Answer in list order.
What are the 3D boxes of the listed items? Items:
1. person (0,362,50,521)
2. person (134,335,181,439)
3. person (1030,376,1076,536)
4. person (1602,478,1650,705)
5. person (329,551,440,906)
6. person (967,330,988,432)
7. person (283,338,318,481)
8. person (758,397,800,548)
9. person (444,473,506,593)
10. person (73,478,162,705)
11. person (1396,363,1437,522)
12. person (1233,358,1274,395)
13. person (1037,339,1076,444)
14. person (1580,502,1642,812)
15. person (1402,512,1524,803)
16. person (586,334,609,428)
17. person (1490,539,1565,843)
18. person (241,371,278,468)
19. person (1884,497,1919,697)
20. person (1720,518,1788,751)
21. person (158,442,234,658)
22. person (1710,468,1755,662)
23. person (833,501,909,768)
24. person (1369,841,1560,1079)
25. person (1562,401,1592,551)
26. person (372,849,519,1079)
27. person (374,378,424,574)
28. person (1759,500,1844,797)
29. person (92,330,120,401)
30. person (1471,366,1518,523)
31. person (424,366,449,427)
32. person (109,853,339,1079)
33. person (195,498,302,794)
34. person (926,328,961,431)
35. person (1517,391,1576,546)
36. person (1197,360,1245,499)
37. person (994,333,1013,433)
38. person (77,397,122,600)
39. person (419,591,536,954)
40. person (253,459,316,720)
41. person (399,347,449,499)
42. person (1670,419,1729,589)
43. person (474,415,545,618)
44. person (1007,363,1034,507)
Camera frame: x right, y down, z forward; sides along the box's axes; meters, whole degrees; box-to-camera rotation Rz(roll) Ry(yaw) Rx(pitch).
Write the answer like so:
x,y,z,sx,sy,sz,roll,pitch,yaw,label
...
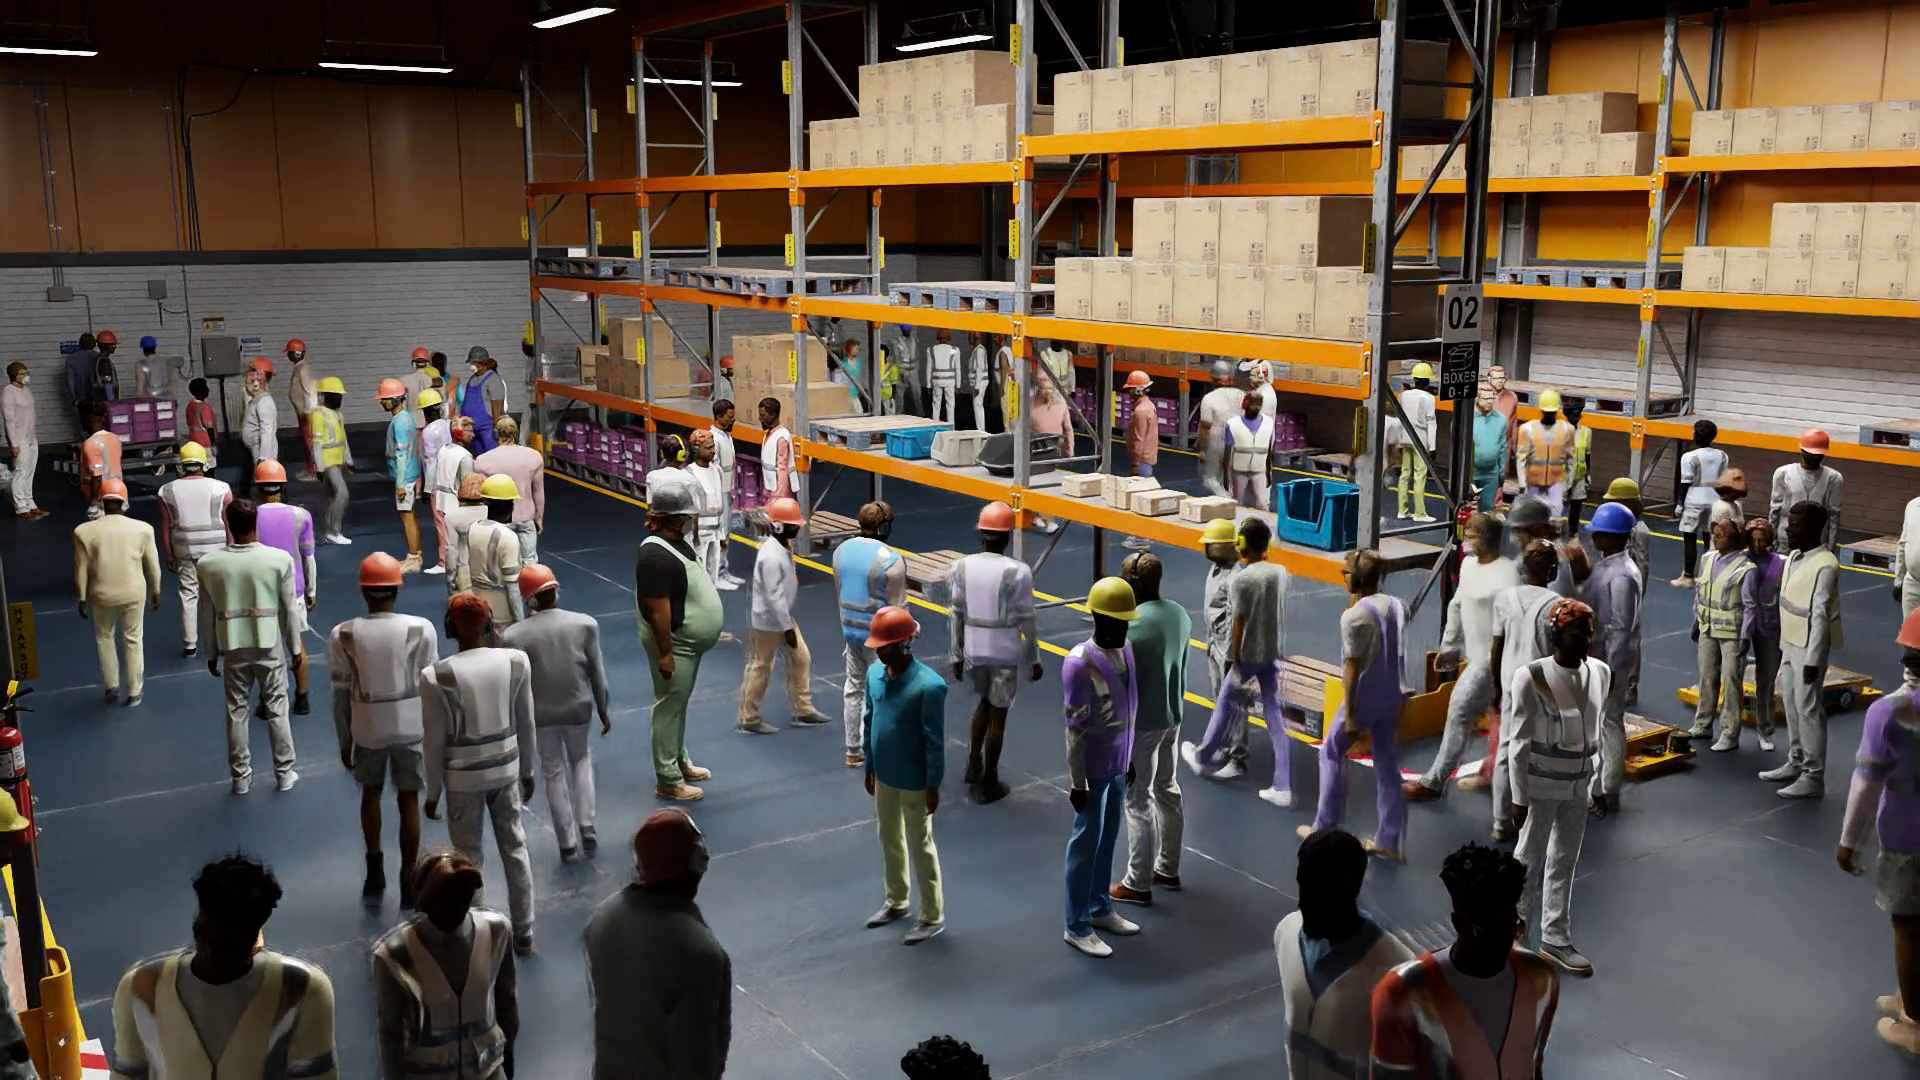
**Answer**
x,y,z,sx,sy,sz,roll,pitch,yaw,label
-11.435,-1.208,20.295,0.356,1.938,0.638,-2,11,-9,person
-11.967,-2.099,24.888,0.669,1.922,0.649,8,14,35,person
1.016,-0.994,19.466,0.637,1.845,1.041,-5,12,-25,person
5.013,0.386,12.645,0.322,1.741,0.490,-2,11,-12,person
-3.064,1.019,8.961,0.565,1.920,0.462,-2,11,-11,person
0.280,-2.543,27.297,0.368,1.878,0.584,-1,11,-4,person
-9.209,-1.822,23.296,0.395,1.994,0.613,-5,12,-26,person
-1.825,-0.478,16.654,0.410,1.908,0.598,-4,12,-18,person
-3.928,0.263,13.548,0.508,1.632,0.271,-6,13,-28,person
-6.404,0.378,12.688,0.583,1.732,0.559,-5,12,-24,person
5.546,-1.178,20.169,0.370,1.928,0.585,-7,13,-31,person
4.125,-1.935,23.754,0.536,2.000,0.683,-7,13,-33,person
1.551,-2.425,26.839,0.687,1.823,0.433,-4,12,-19,person
4.032,0.723,10.383,0.380,1.950,0.605,2,11,9,person
3.344,0.743,10.481,1.076,1.886,0.624,-1,11,-3,person
-5.696,-2.333,26.325,0.549,1.838,0.401,-7,13,-30,person
3.340,0.908,9.731,0.342,1.843,0.519,-10,15,-42,person
-8.154,-1.018,19.400,0.406,1.911,0.639,-5,12,-23,person
7.295,0.342,12.484,0.398,1.899,0.654,-4,12,-19,person
5.515,0.647,11.593,0.526,1.631,0.323,4,12,19,person
-6.386,0.085,13.988,0.591,1.824,0.404,-3,12,-17,person
6.435,0.211,13.898,0.587,1.598,0.536,-9,14,-39,person
-0.564,0.650,11.052,0.624,1.838,0.430,10,15,42,person
1.448,1.803,4.812,0.608,1.965,0.370,-4,12,-19,person
6.716,-0.706,18.379,0.539,1.686,0.319,-3,11,-13,person
-1.655,1.836,5.533,0.519,1.612,0.689,-8,13,-35,person
-5.811,-0.660,17.256,0.405,2.035,0.606,-3,11,-14,person
5.427,0.689,10.663,0.381,1.912,0.588,2,11,8,person
-12.427,-2.041,24.322,0.406,2.034,0.611,-7,13,-34,person
6.421,-1.142,20.039,0.651,1.907,0.409,-2,11,-11,person
-6.888,-1.413,21.875,0.321,1.738,0.486,3,12,17,person
-2.144,1.812,4.882,0.654,1.929,0.556,-3,11,-14,person
-4.541,0.689,10.666,0.590,1.912,0.392,-3,11,-14,person
-0.268,-2.549,27.315,0.579,1.881,0.343,1,11,6,person
6.087,-0.599,17.286,0.602,1.895,0.816,3,11,13,person
3.098,-1.123,19.599,0.692,2.000,0.712,-7,13,-33,person
0.744,-2.570,27.544,0.386,1.838,0.566,1,11,3,person
-8.294,-0.398,16.080,0.361,1.964,0.616,-1,11,-7,person
-2.368,1.177,8.230,0.583,1.882,0.337,-9,14,-39,person
-5.048,0.364,12.298,0.549,1.925,0.384,-7,13,-32,person
-7.034,-1.533,21.849,0.620,1.986,0.409,-3,12,-17,person
7.352,-0.353,16.536,0.533,1.699,0.318,-4,12,-18,person
-4.017,-0.150,14.883,0.628,1.940,0.377,-7,13,-33,person
0.727,-1.266,20.663,0.488,1.910,0.564,5,12,22,person
